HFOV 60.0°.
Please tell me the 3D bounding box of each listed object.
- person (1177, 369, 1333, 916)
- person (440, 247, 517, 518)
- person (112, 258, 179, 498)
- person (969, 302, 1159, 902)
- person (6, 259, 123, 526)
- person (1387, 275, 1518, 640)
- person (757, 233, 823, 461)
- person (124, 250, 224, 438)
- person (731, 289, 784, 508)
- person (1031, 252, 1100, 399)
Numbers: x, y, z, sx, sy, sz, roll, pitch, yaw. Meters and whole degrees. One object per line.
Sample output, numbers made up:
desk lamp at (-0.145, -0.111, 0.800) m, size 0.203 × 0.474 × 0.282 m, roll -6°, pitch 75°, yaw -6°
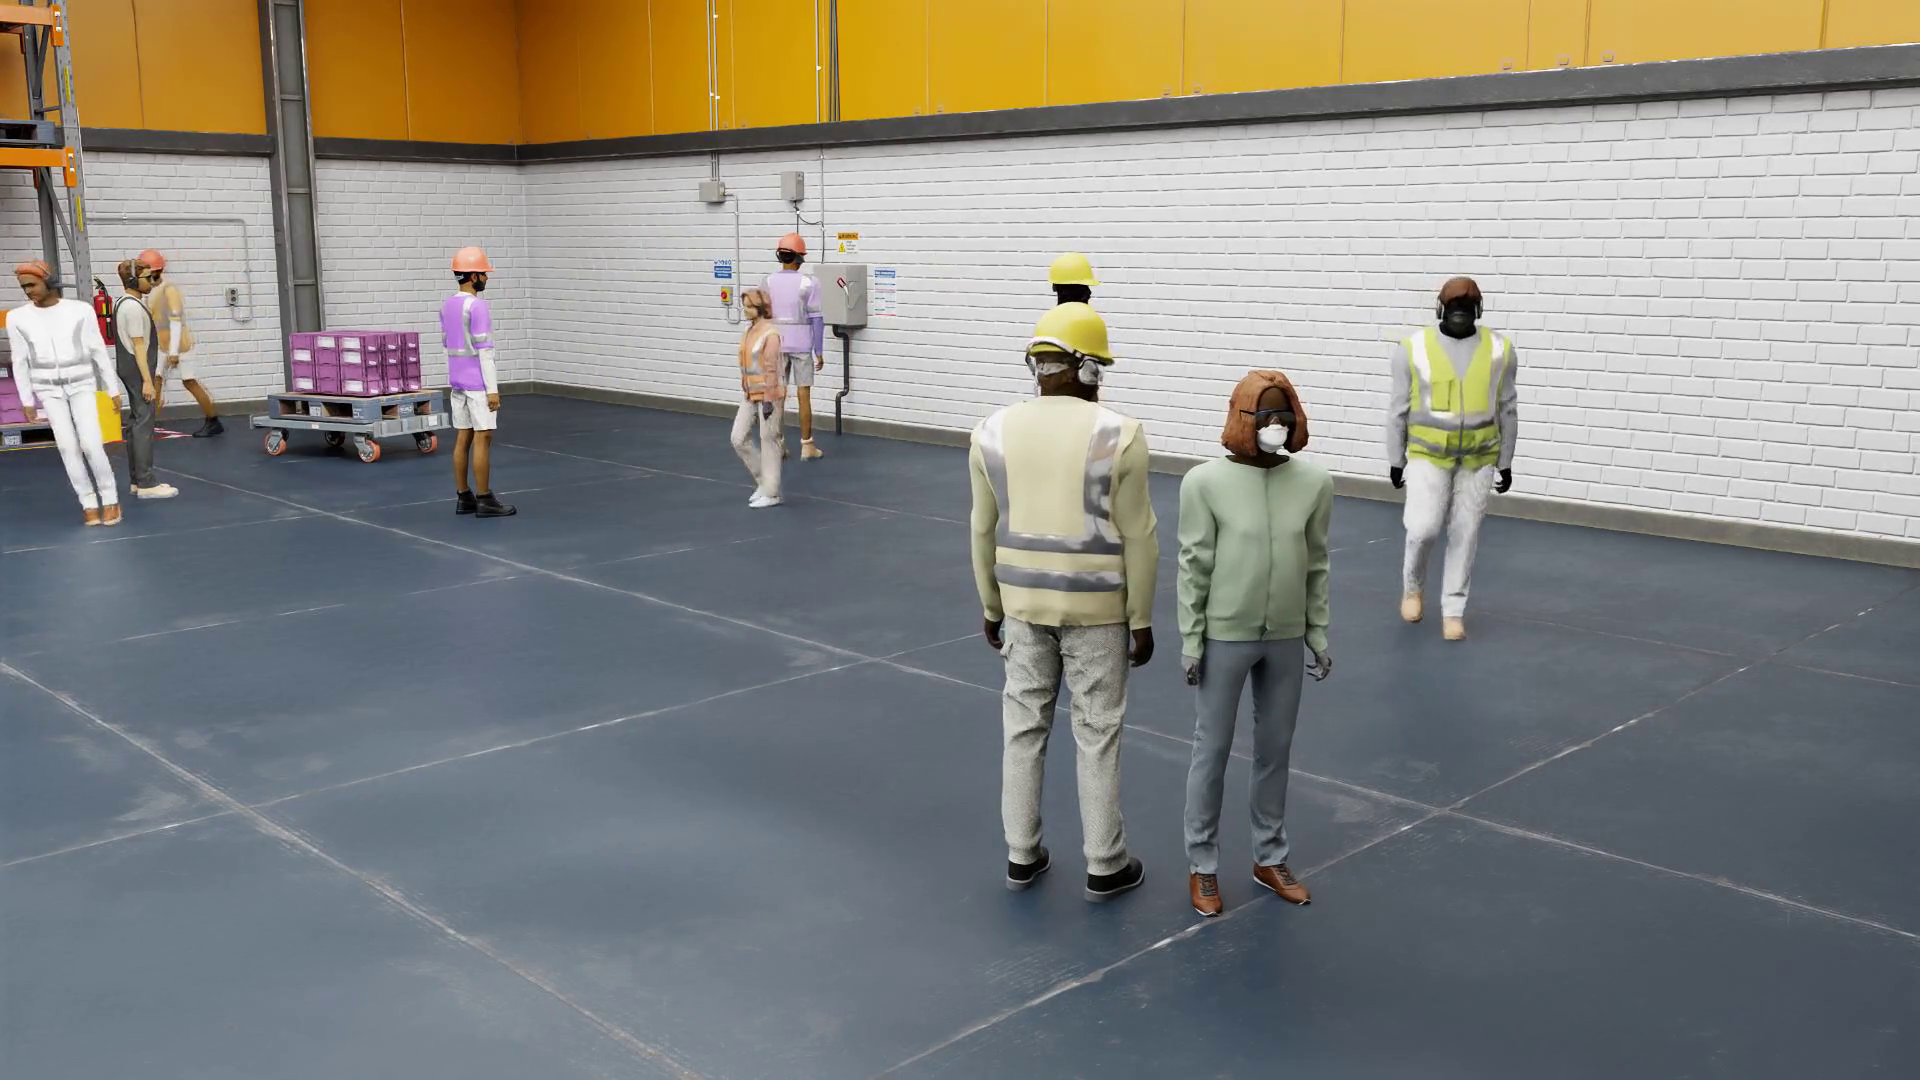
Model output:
person at (0.883, 0.305, 4.992) m, size 0.499 × 1.633 × 0.286 m, roll -3°, pitch 11°, yaw -16°
person at (-3.487, -1.127, 11.971) m, size 0.543 × 1.938 × 0.356 m, roll 9°, pitch 14°, yaw 41°
person at (-6.328, -1.244, 12.862) m, size 0.331 × 1.844 × 0.520 m, roll -7°, pitch 13°, yaw -34°
person at (0.328, 0.195, 5.078) m, size 0.586 × 1.823 × 0.403 m, roll 5°, pitch 11°, yaw 24°
person at (-6.170, -0.999, 11.486) m, size 0.674 × 1.857 × 0.487 m, roll -3°, pitch 11°, yaw -18°
person at (2.475, -0.409, 8.371) m, size 0.627 × 1.829 × 0.429 m, roll 1°, pitch 10°, yaw 6°
person at (-1.511, -1.733, 14.985) m, size 0.611 × 2.042 × 0.396 m, roll 3°, pitch 11°, yaw 14°
person at (-7.794, -1.906, 16.375) m, size 0.582 × 1.872 × 1.017 m, roll 7°, pitch 12°, yaw 32°
person at (-1.492, -1.042, 12.332) m, size 0.373 × 1.623 × 0.543 m, roll -7°, pitch 12°, yaw -32°
person at (0.596, -0.630, 9.289) m, size 0.365 × 1.928 × 0.585 m, roll 4°, pitch 11°, yaw 22°
